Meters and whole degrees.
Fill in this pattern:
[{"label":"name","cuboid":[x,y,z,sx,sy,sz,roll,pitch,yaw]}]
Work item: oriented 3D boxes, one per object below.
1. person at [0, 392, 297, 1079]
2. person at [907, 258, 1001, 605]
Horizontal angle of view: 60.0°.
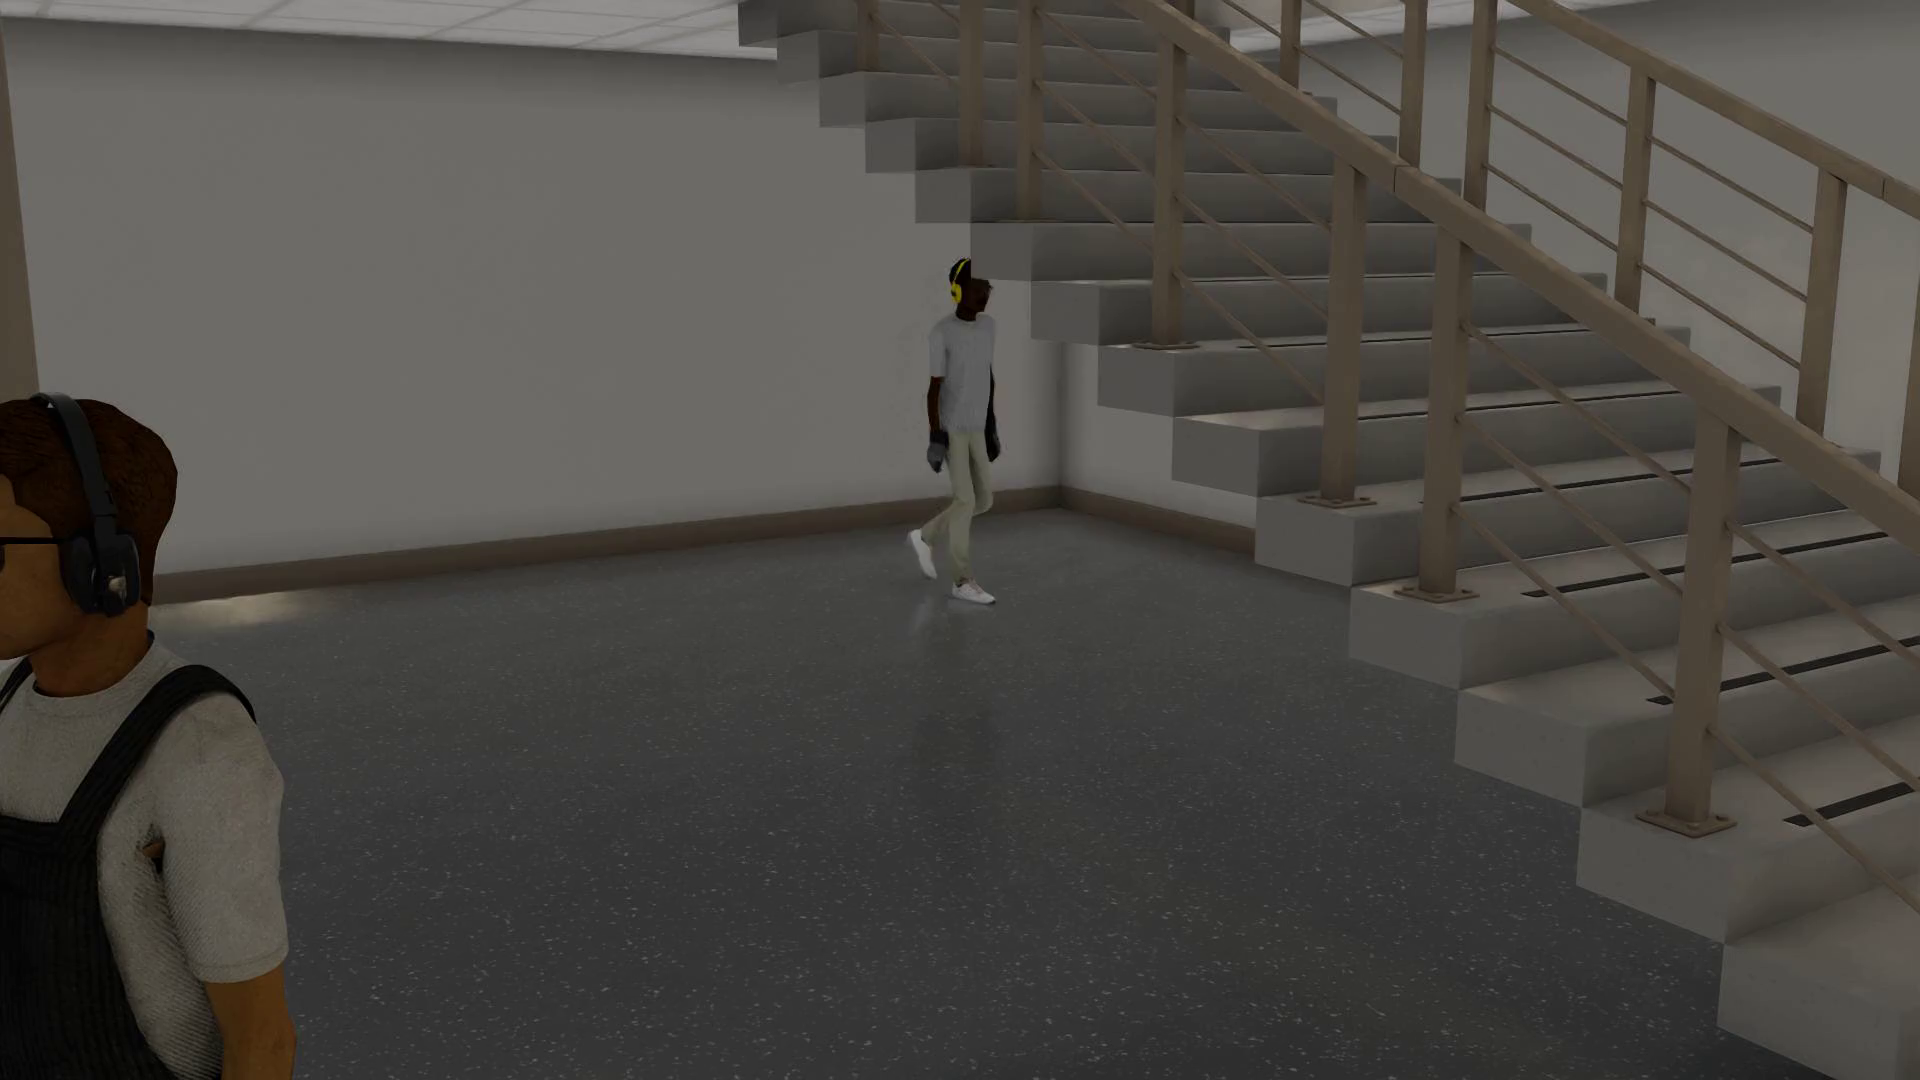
[{"label":"person","cuboid":[-0.949,0.753,1.899,0.508,1.846,0.345,7,13,34]},{"label":"person","cuboid":[-0.040,-0.592,8.966,0.601,1.844,0.541,9,14,39]}]
